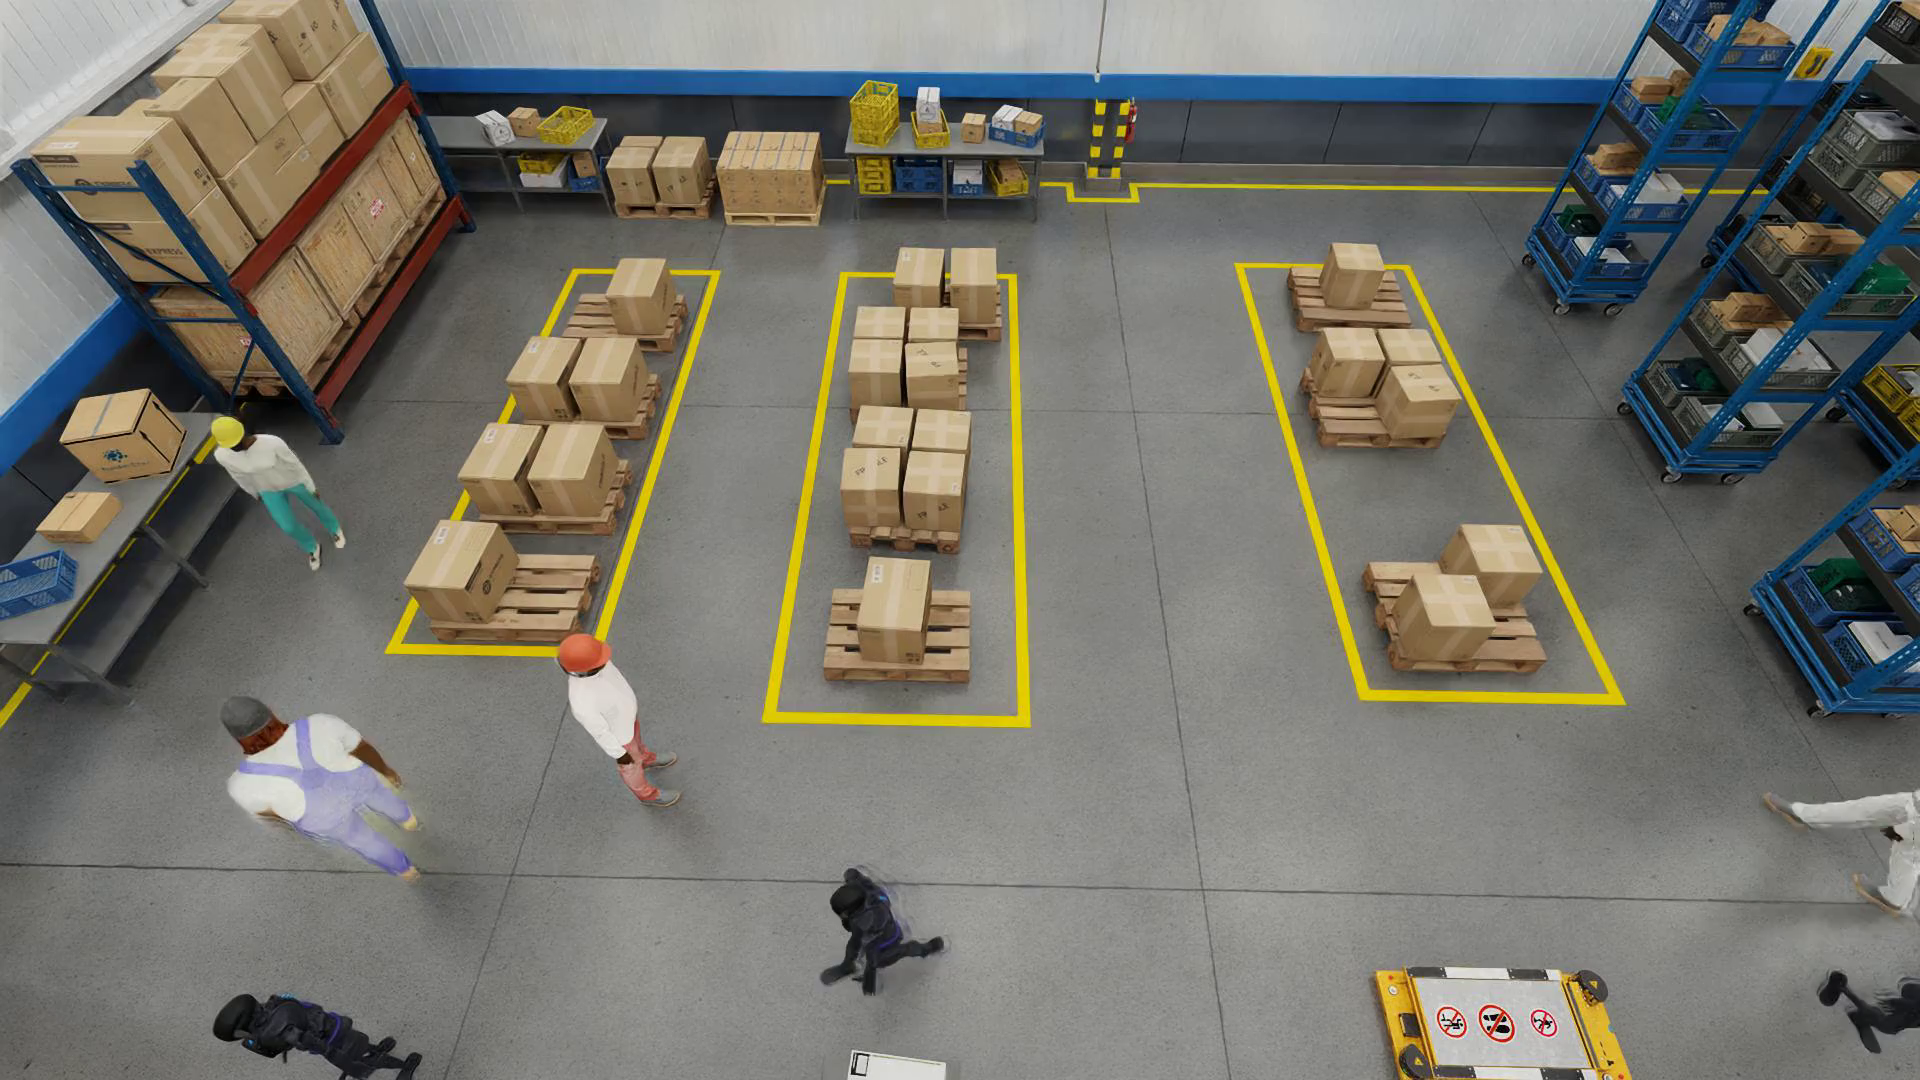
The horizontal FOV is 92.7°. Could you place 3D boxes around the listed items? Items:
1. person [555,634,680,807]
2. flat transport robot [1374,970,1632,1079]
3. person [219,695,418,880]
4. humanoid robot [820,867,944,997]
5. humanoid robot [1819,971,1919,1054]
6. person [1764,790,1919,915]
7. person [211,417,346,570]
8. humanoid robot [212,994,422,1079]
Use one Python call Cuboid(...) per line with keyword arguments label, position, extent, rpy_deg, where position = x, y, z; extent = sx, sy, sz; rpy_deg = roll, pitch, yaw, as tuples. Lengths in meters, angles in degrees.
Cuboid(label="person", position=(-2.366, 1.248, 6.356), extent=(0.379, 1.994, 0.611), rpy_deg=(-10, 52, -8))
Cuboid(label="flat transport robot", position=(3.501, 3.133, 5.914), extent=(1.431, 0.197, 0.652), rpy_deg=(1, 51, 1))
Cuboid(label="person", position=(-4.196, 1.617, 6.026), extent=(0.762, 2.000, 0.695), rpy_deg=(25, 55, 19))
Cuboid(label="humanoid robot", position=(-0.491, 2.417, 5.661), extent=(0.841, 1.636, 0.592), rpy_deg=(-20, 54, -15))
Cuboid(label="humanoid robot", position=(5.859, 2.690, 5.390), extent=(0.590, 1.637, 0.486), rpy_deg=(0, 51, 0))
Cuboid(label="person", position=(6.381, 1.780, 6.032), extent=(0.587, 1.826, 0.992), rpy_deg=(-27, 56, -20))
Cuboid(label="person", position=(-5.832, -0.436, 7.892), extent=(0.532, 1.738, 0.592), rpy_deg=(-23, 54, -18))
Cuboid(label="humanoid robot", position=(-3.657, 2.875, 5.234), extent=(0.578, 1.652, 0.322), rpy_deg=(14, 52, 11))
